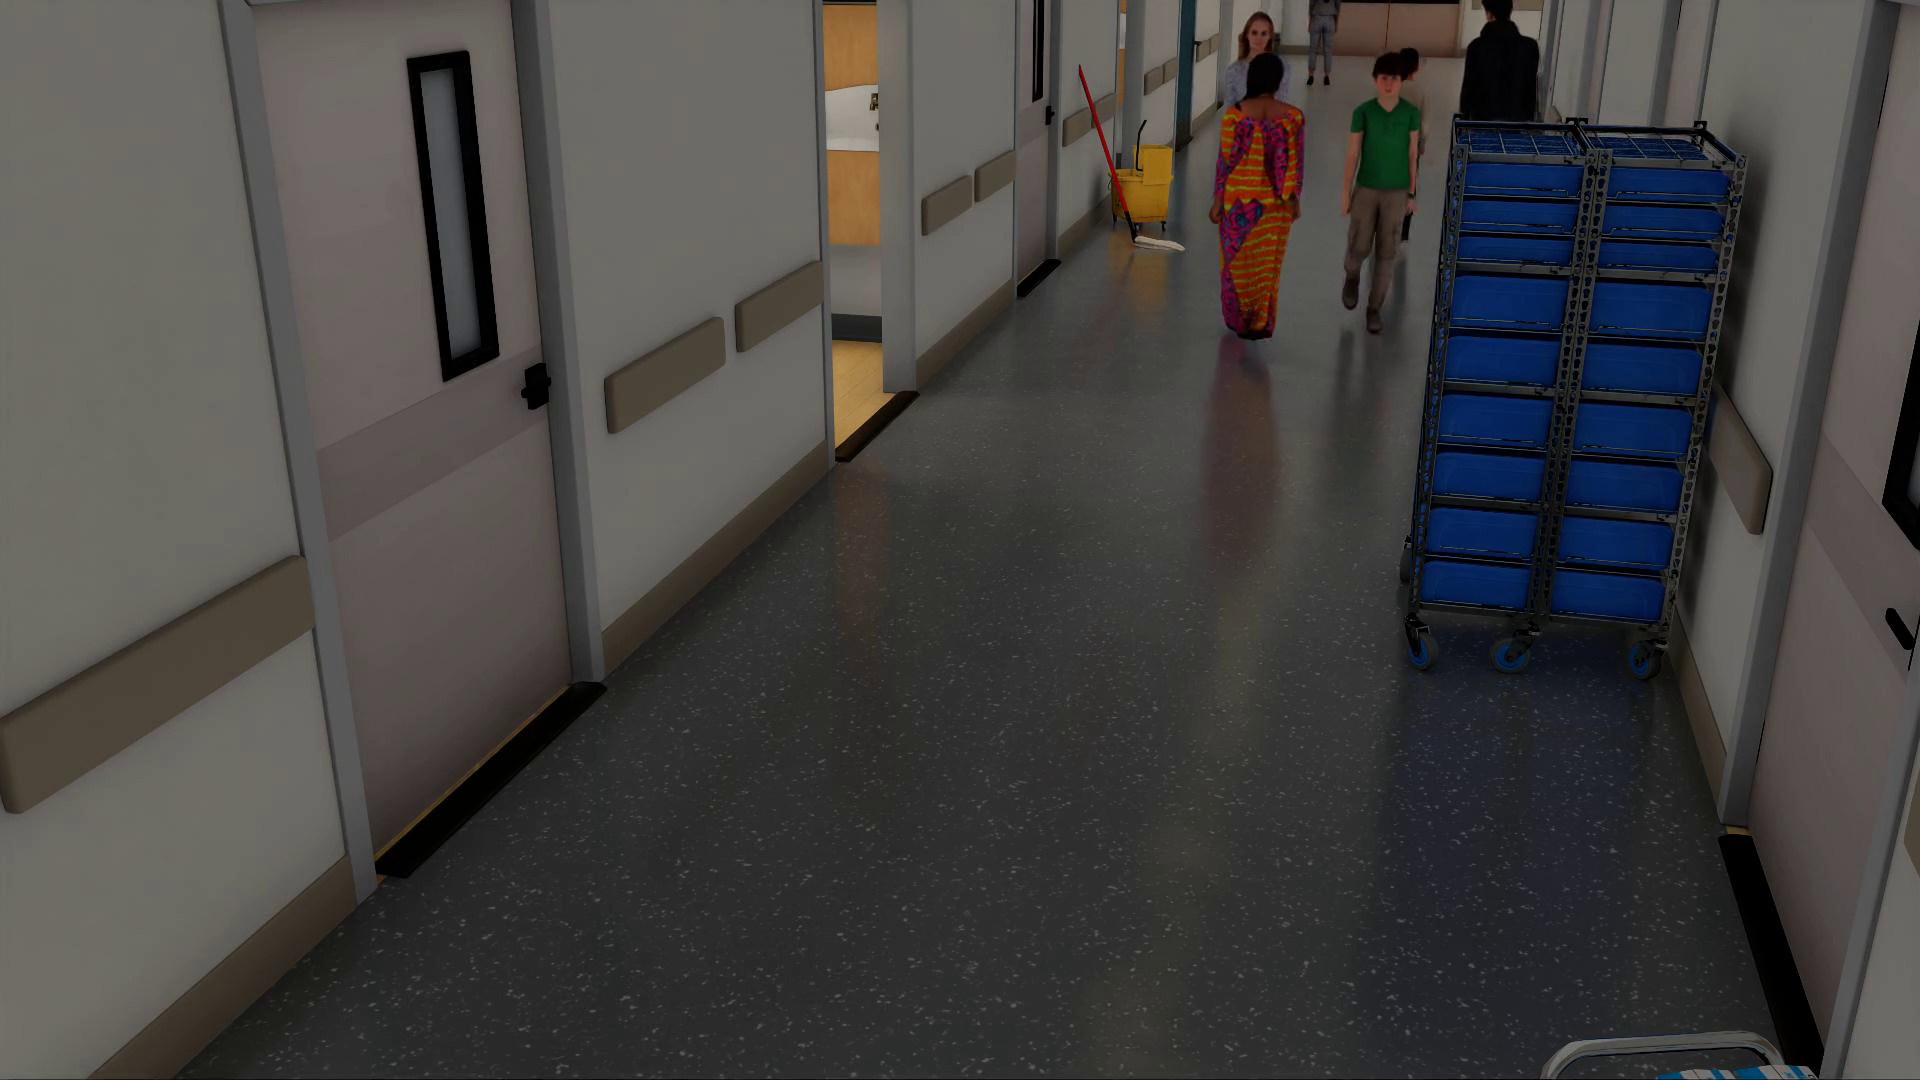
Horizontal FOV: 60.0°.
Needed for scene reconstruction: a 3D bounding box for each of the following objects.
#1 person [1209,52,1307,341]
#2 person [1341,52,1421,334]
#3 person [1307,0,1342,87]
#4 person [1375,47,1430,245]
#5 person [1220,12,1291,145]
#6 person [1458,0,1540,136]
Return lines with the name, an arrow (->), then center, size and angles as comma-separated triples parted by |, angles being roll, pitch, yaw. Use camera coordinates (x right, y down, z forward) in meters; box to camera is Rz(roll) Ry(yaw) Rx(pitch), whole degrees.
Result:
person -> 1.708, -1.956, 9.640 | 0.753, 1.643, 1.184 | 1, 21, 2
person -> 2.532, -2.099, 10.052 | 0.648, 1.634, 0.853 | 3, 21, 7
person -> 5.285, -7.490, 24.226 | 0.639, 1.675, 0.616 | 3, 21, 7
person -> 3.331, -2.929, 12.541 | 0.682, 1.423, 1.033 | 2, 21, 5
person -> 2.005, -2.680, 11.378 | 0.662, 1.780, 0.810 | 4, 21, 10
person -> 3.891, -2.965, 12.040 | 0.811, 1.844, 1.243 | 3, 21, 7
